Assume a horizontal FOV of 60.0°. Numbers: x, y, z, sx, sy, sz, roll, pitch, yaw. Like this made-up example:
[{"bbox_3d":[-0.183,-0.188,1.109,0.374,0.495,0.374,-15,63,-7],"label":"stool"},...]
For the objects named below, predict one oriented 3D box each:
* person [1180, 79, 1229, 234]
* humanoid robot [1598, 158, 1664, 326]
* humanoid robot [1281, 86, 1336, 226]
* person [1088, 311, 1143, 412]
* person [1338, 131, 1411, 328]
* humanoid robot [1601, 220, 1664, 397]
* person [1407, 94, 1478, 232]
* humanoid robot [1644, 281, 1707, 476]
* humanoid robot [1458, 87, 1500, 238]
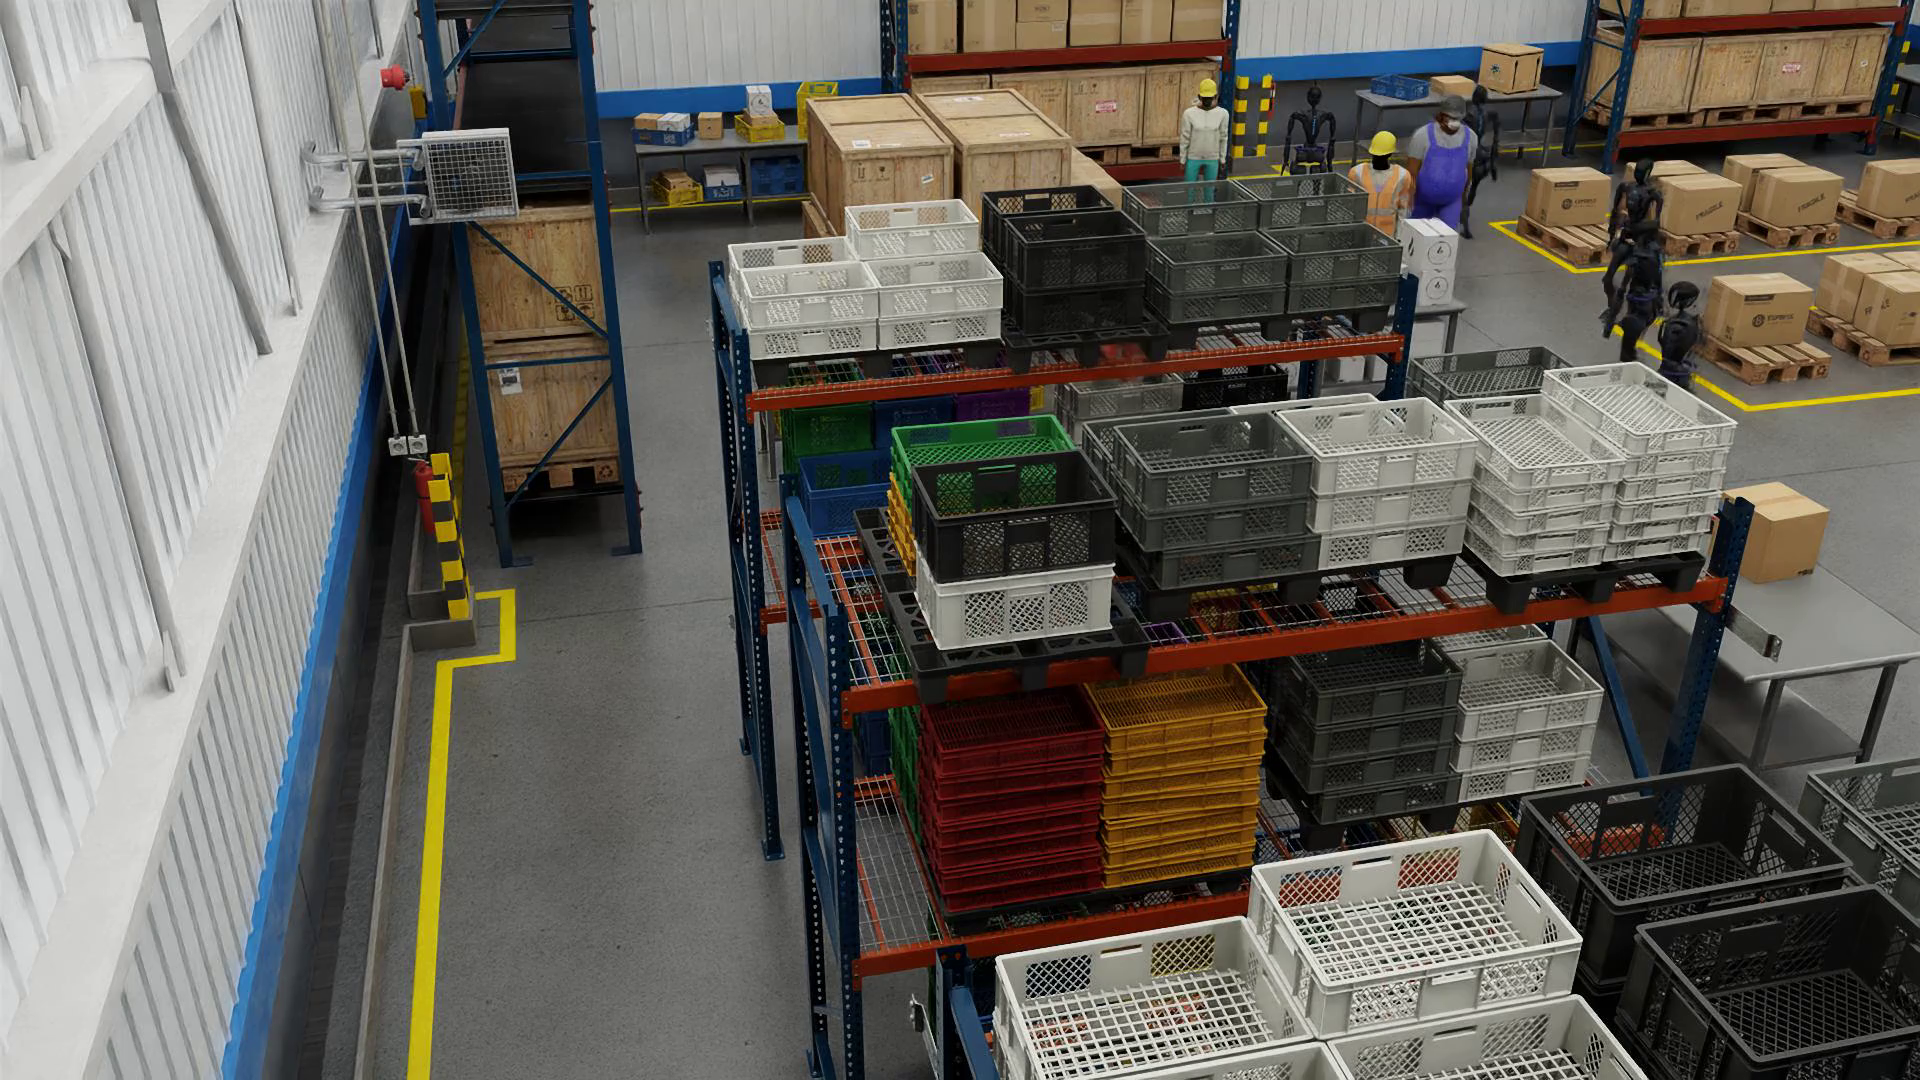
[{"bbox_3d":[2.702,-4.232,18.468,0.528,1.767,0.327,0,28,0],"label":"person"},{"bbox_3d":[6.423,-2.837,15.929,0.513,1.641,0.588,-22,35,-35],"label":"humanoid robot"},{"bbox_3d":[3.879,-4.215,18.529,0.580,1.653,0.315,2,28,3],"label":"humanoid robot"},{"bbox_3d":[1.299,-1.657,13.357,0.640,1.972,0.467,6,28,12],"label":"person"},{"bbox_3d":[3.945,-2.948,15.866,0.587,1.923,0.379,5,28,9],"label":"person"},{"bbox_3d":[5.837,-1.998,14.359,0.425,1.626,0.662,24,36,37],"label":"humanoid robot"},{"bbox_3d":[4.883,-3.611,16.999,0.687,2.000,1.000,3,28,6],"label":"person"},{"bbox_3d":[5.520,-1.182,12.789,0.635,1.635,0.575,11,30,20],"label":"humanoid robot"},{"bbox_3d":[5.739,-4.265,18.687,0.548,1.621,0.818,-2,28,-4],"label":"humanoid robot"}]
